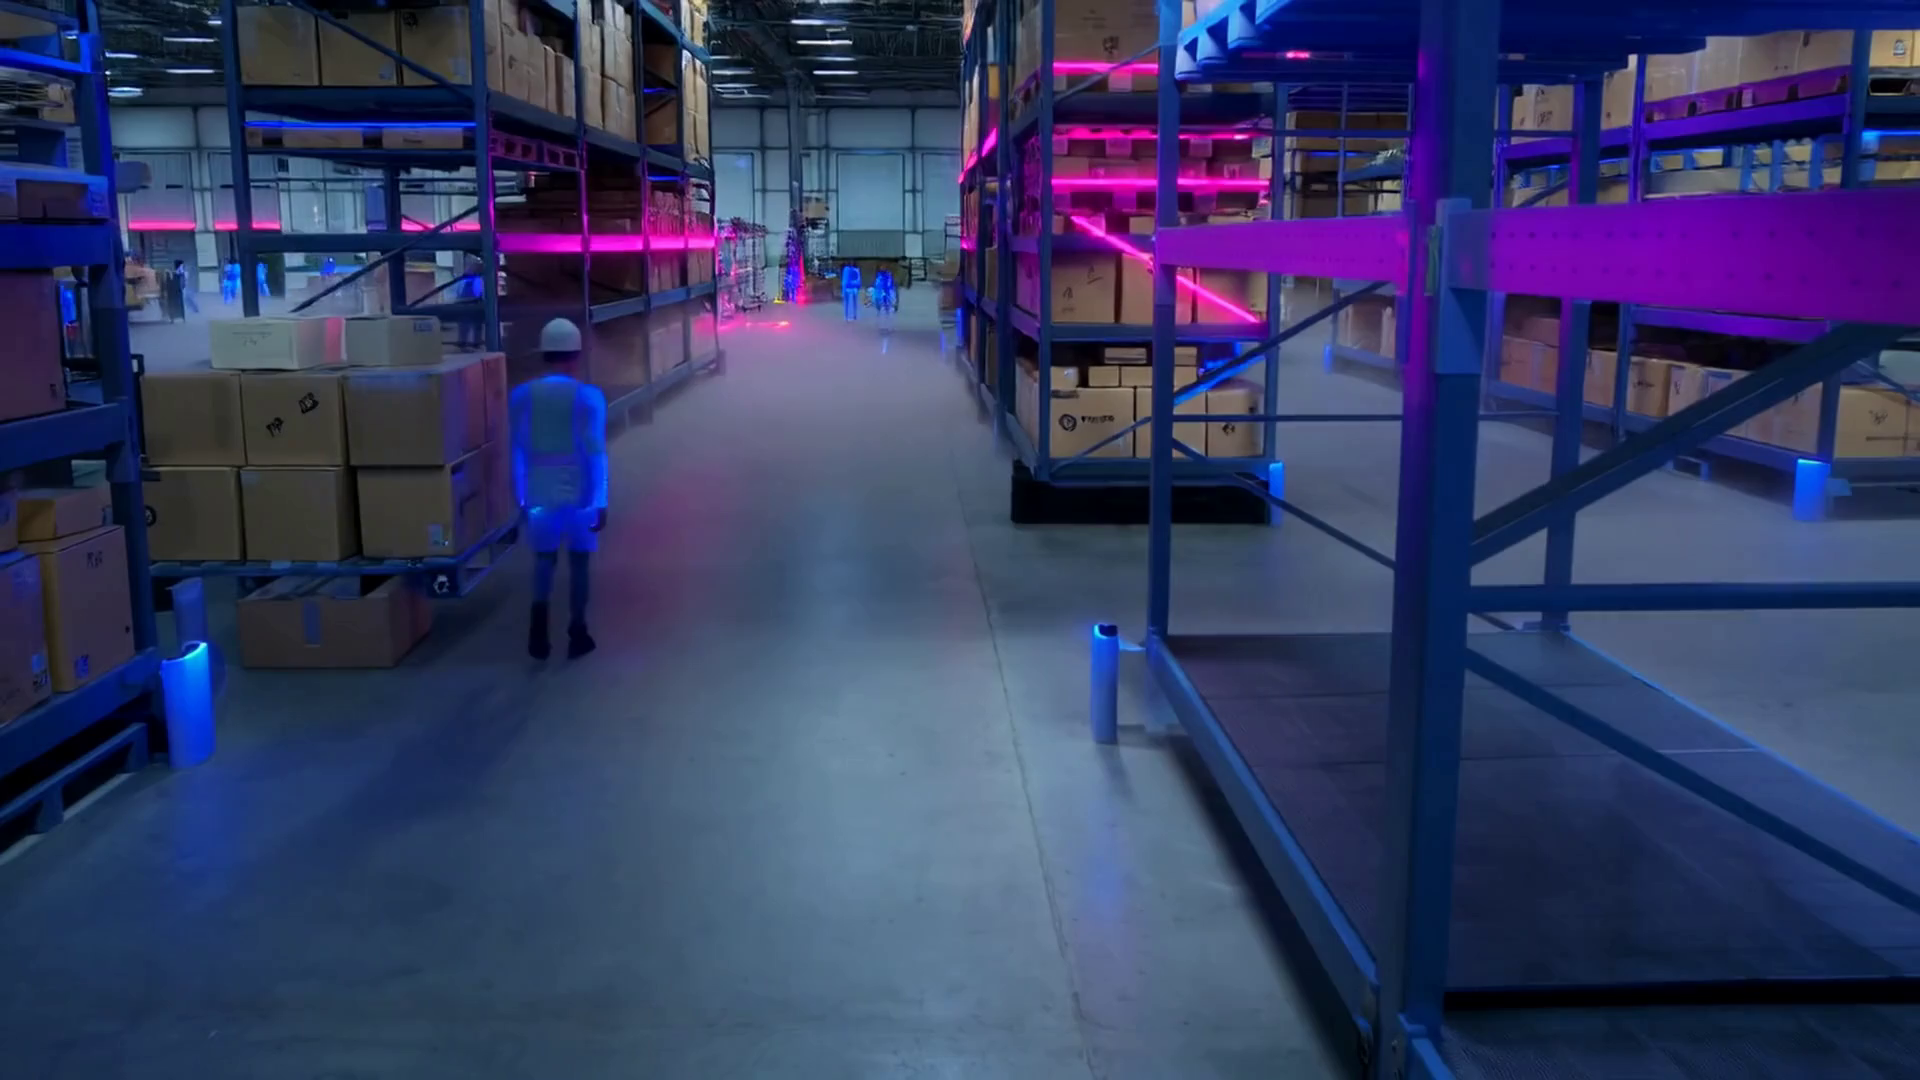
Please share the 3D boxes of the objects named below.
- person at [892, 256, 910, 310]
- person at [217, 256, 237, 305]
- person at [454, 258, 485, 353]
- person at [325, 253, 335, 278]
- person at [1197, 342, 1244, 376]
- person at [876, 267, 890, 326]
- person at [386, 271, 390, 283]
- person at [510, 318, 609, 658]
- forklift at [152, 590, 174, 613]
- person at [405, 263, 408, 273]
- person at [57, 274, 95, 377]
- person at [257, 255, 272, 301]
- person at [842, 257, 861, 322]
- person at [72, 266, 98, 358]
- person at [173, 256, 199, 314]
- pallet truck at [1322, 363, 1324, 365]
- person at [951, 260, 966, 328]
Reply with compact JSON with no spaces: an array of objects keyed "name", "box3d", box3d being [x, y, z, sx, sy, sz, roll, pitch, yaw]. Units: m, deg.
[{"name":"person","box3d":[-1.712,-7.316,48.577,0.584,1.918,0.407,6,12,31]},{"name":"person","box3d":[-27.040,-9.573,61.390,0.637,1.823,0.609,-5,11,-27]},{"name":"person","box3d":[-10.164,-4.867,34.575,0.688,2.000,0.798,0,10,-1]},{"name":"person","box3d":[-25.795,-10.849,68.335,0.909,1.880,0.650,-1,10,-8]},{"name":"person","box3d":[3.344,-2.396,21.465,0.634,1.812,0.879,0,10,-1]},{"name":"person","box3d":[-2.140,-6.800,46.455,0.315,1.640,0.515,9,13,40]},{"name":"person","box3d":[-18.759,-8.384,55.151,0.320,1.690,0.535,8,13,38]},{"name":"person","box3d":[-2.222,-0.258,9.209,0.553,1.924,0.589,0,10,0]},{"name":"forklift","box3d":[-5.858,-0.811,9.639,1.873,2.768,1.129,-1,10,-3]},{"name":"person","box3d":[-20.788,-9.771,62.251,0.654,1.922,0.546,-9,14,-43]},{"name":"person","box3d":[-15.388,-3.734,28.946,0.902,1.798,0.583,8,13,39]},{"name":"person","box3d":[-27.450,-10.253,65.185,0.752,1.823,0.623,2,10,8]},{"name":"person","box3d":[-3.163,-7.280,48.452,0.584,1.882,0.345,-5,11,-26]},{"name":"person","box3d":[-16.746,-4.299,31.753,0.595,1.918,0.386,2,10,9]},{"name":"person","box3d":[-25.392,-8.301,54.169,1.045,1.887,0.627,-4,11,-22]},{"name":"pallet truck","box3d":[7.712,-4.157,30.737,1.885,1.965,0.823,3,11,16]},{"name":"person","box3d":[0.100,-4.838,34.621,0.757,1.961,0.638,4,11,23]}]
